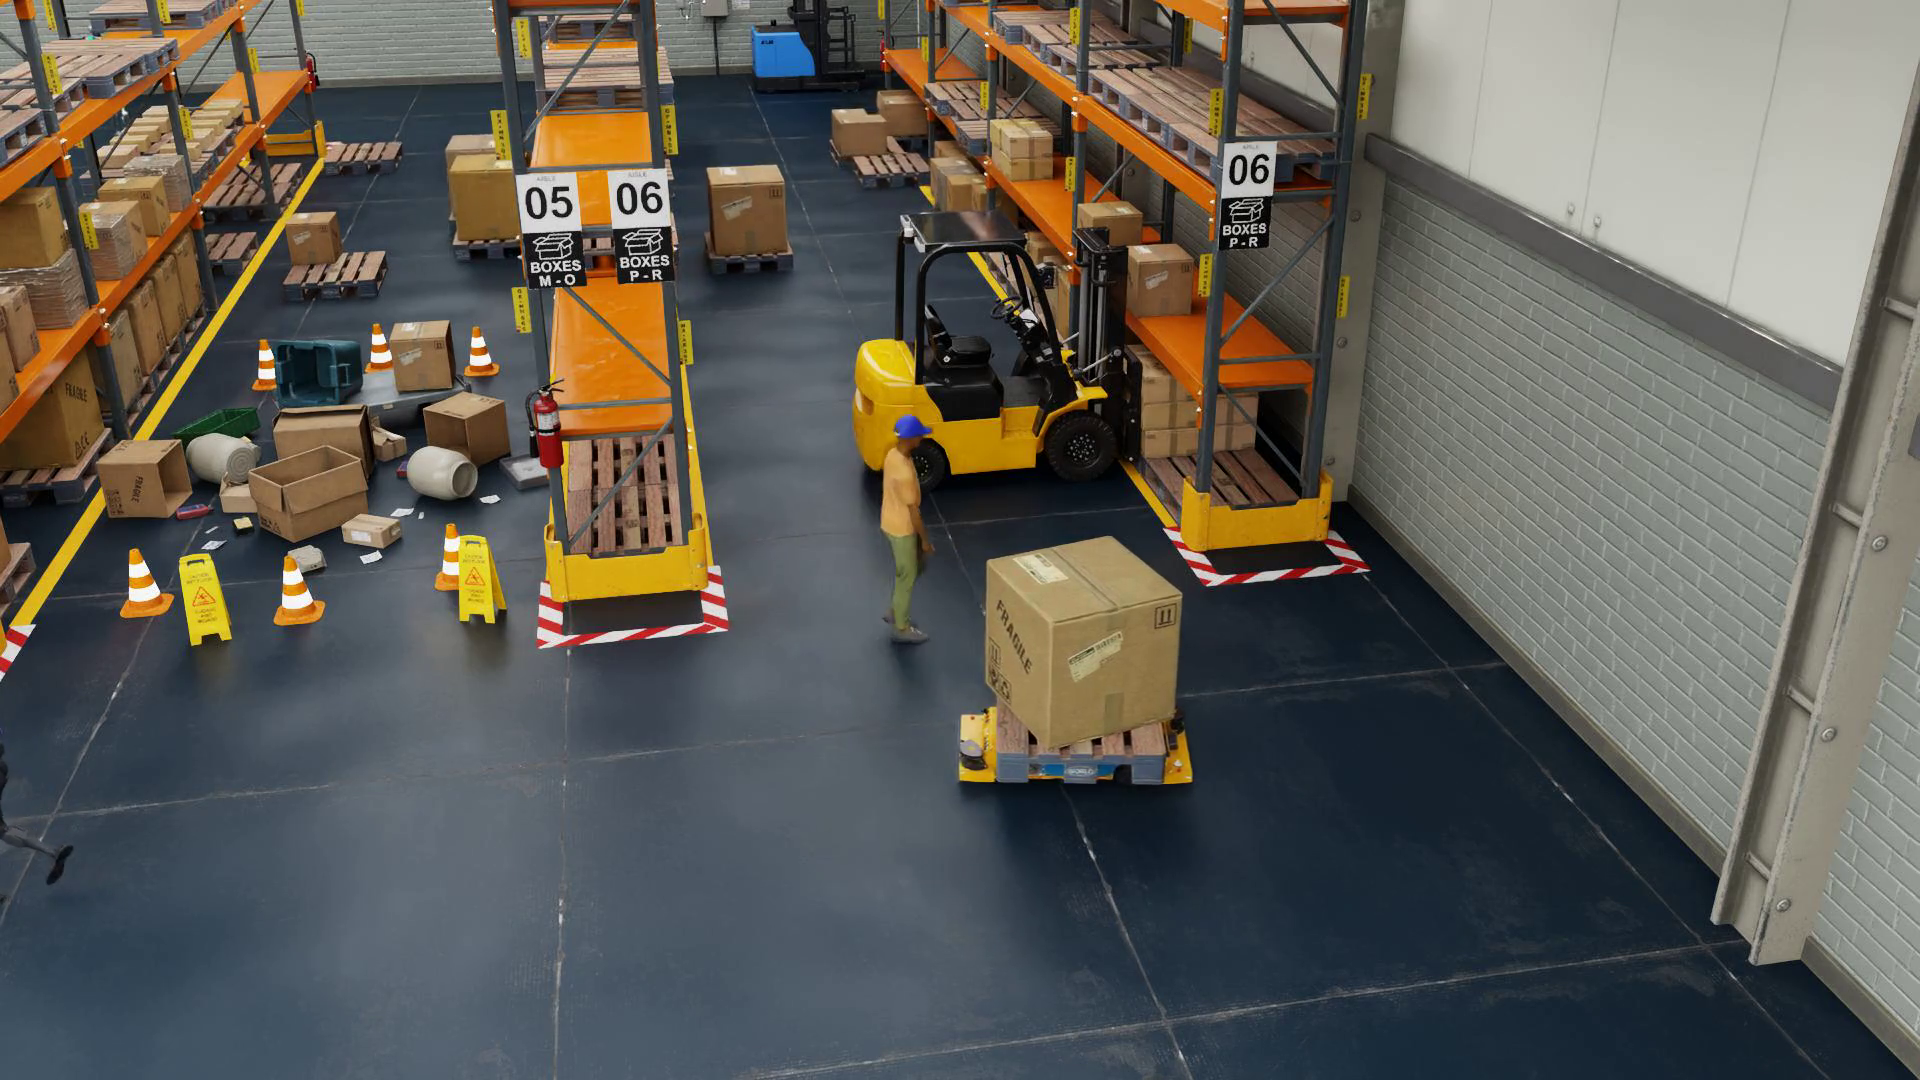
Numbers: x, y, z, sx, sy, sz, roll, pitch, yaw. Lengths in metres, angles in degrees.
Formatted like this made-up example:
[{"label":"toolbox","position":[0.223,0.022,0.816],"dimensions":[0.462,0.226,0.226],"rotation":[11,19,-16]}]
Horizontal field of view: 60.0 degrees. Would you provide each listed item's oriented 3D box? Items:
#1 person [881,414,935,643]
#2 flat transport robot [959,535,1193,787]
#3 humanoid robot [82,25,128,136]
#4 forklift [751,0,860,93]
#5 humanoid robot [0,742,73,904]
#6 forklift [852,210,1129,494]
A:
[{"label":"person","position":[-0.355,-0.074,11.609],"dimensions":[0.400,1.705,0.460],"rotation":[-3,26,-6]},{"label":"flat transport robot","position":[0.717,1.277,10.469],"dimensions":[1.431,0.231,0.659],"rotation":[1,26,1]},{"label":"humanoid robot","position":[-13.609,-7.270,26.665],"dimensions":[0.543,1.844,0.785],"rotation":[-21,33,-37]},{"label":"forklift","position":[-2.872,-9.679,30.288],"dimensions":[1.873,2.768,1.129],"rotation":[-5,26,-10]},{"label":"humanoid robot","position":[-5.257,1.251,8.922],"dimensions":[0.619,1.633,0.614],"rotation":[-1,26,-2]},{"label":"forklift","position":[0.216,-1.659,14.366],"dimensions":[2.313,2.155,1.214],"rotation":[-5,26,-10]}]
